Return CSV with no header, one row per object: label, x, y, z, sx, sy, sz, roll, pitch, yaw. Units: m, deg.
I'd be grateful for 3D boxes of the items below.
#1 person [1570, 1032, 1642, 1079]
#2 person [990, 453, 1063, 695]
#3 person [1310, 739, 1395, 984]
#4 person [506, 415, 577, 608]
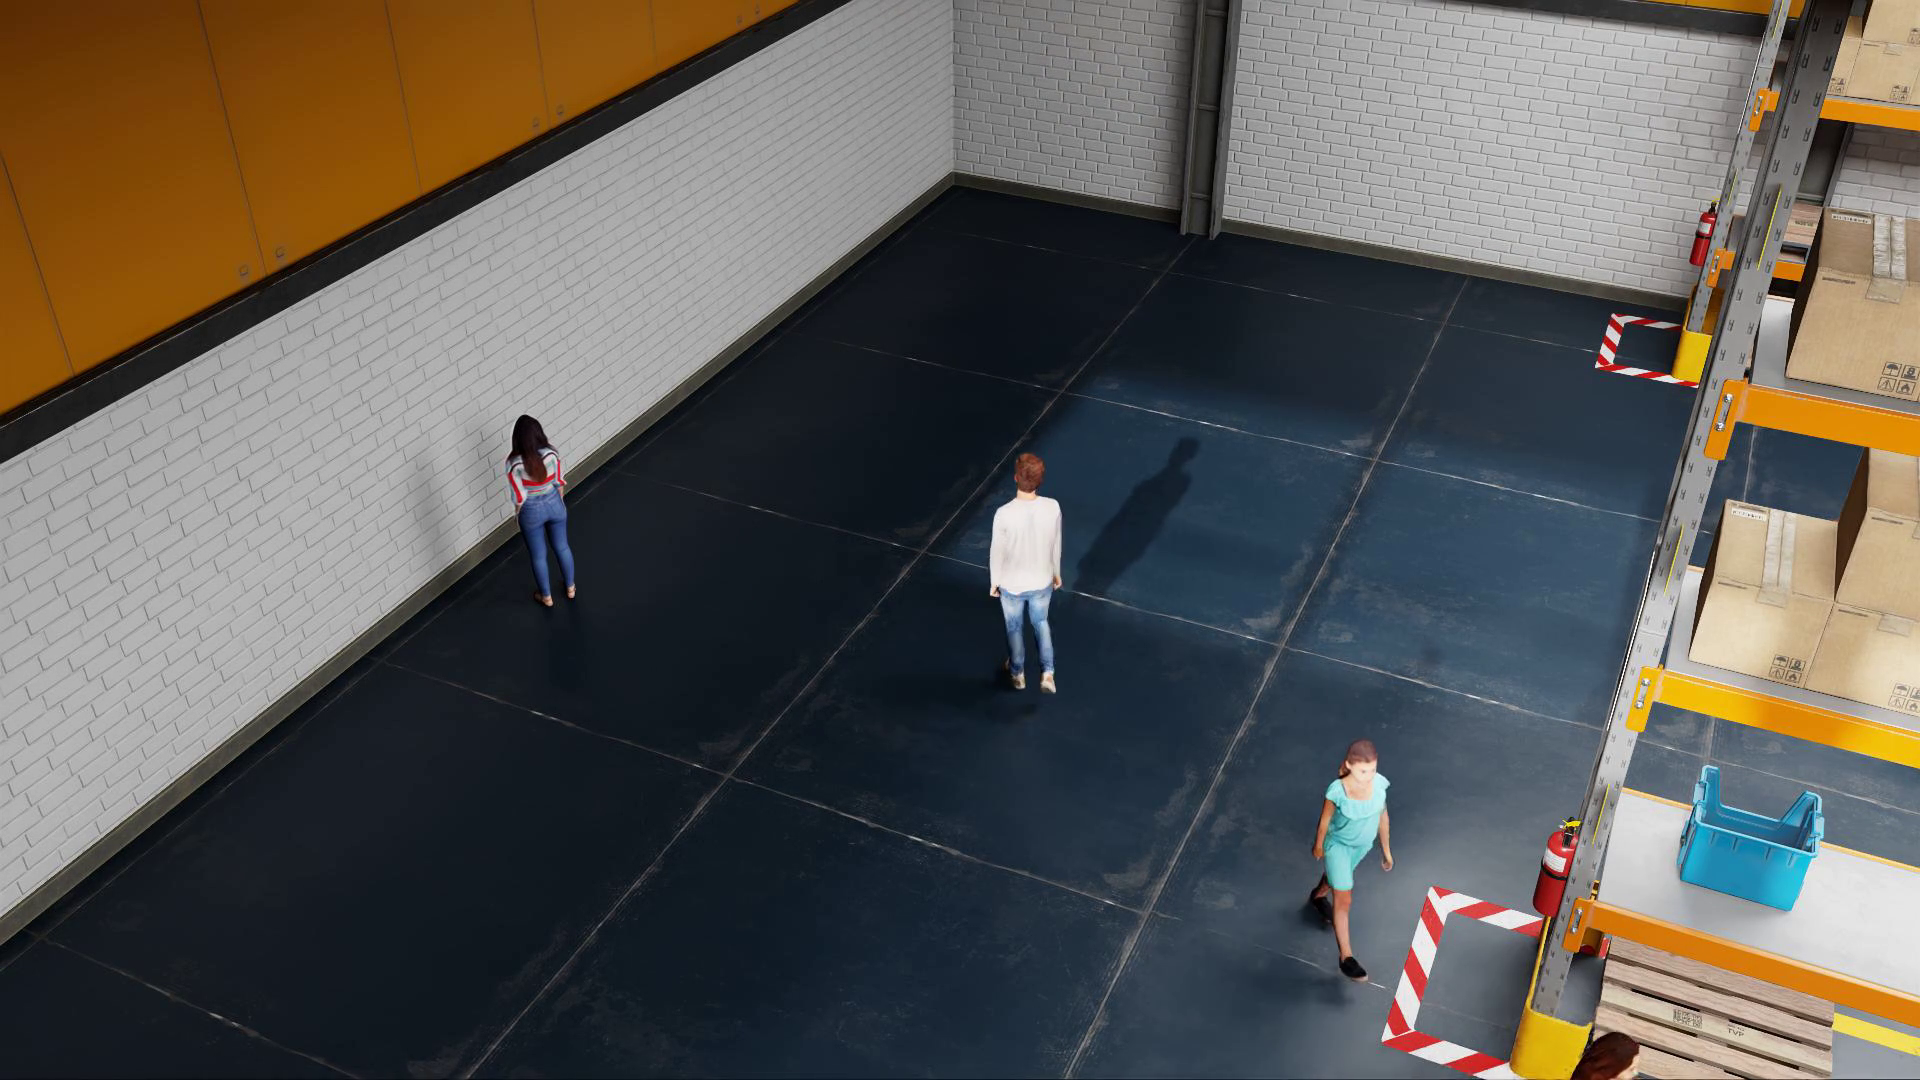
person,2.942,2.862,8.043,0.863,1.453,1.065,-23,40,-30
person,0.484,0.326,11.470,0.974,1.884,1.012,-8,34,-11
person,2.231,1.724,9.699,1.002,1.515,1.054,-11,35,-16
person,-3.159,-0.231,12.552,0.665,1.614,0.679,-20,39,-27
